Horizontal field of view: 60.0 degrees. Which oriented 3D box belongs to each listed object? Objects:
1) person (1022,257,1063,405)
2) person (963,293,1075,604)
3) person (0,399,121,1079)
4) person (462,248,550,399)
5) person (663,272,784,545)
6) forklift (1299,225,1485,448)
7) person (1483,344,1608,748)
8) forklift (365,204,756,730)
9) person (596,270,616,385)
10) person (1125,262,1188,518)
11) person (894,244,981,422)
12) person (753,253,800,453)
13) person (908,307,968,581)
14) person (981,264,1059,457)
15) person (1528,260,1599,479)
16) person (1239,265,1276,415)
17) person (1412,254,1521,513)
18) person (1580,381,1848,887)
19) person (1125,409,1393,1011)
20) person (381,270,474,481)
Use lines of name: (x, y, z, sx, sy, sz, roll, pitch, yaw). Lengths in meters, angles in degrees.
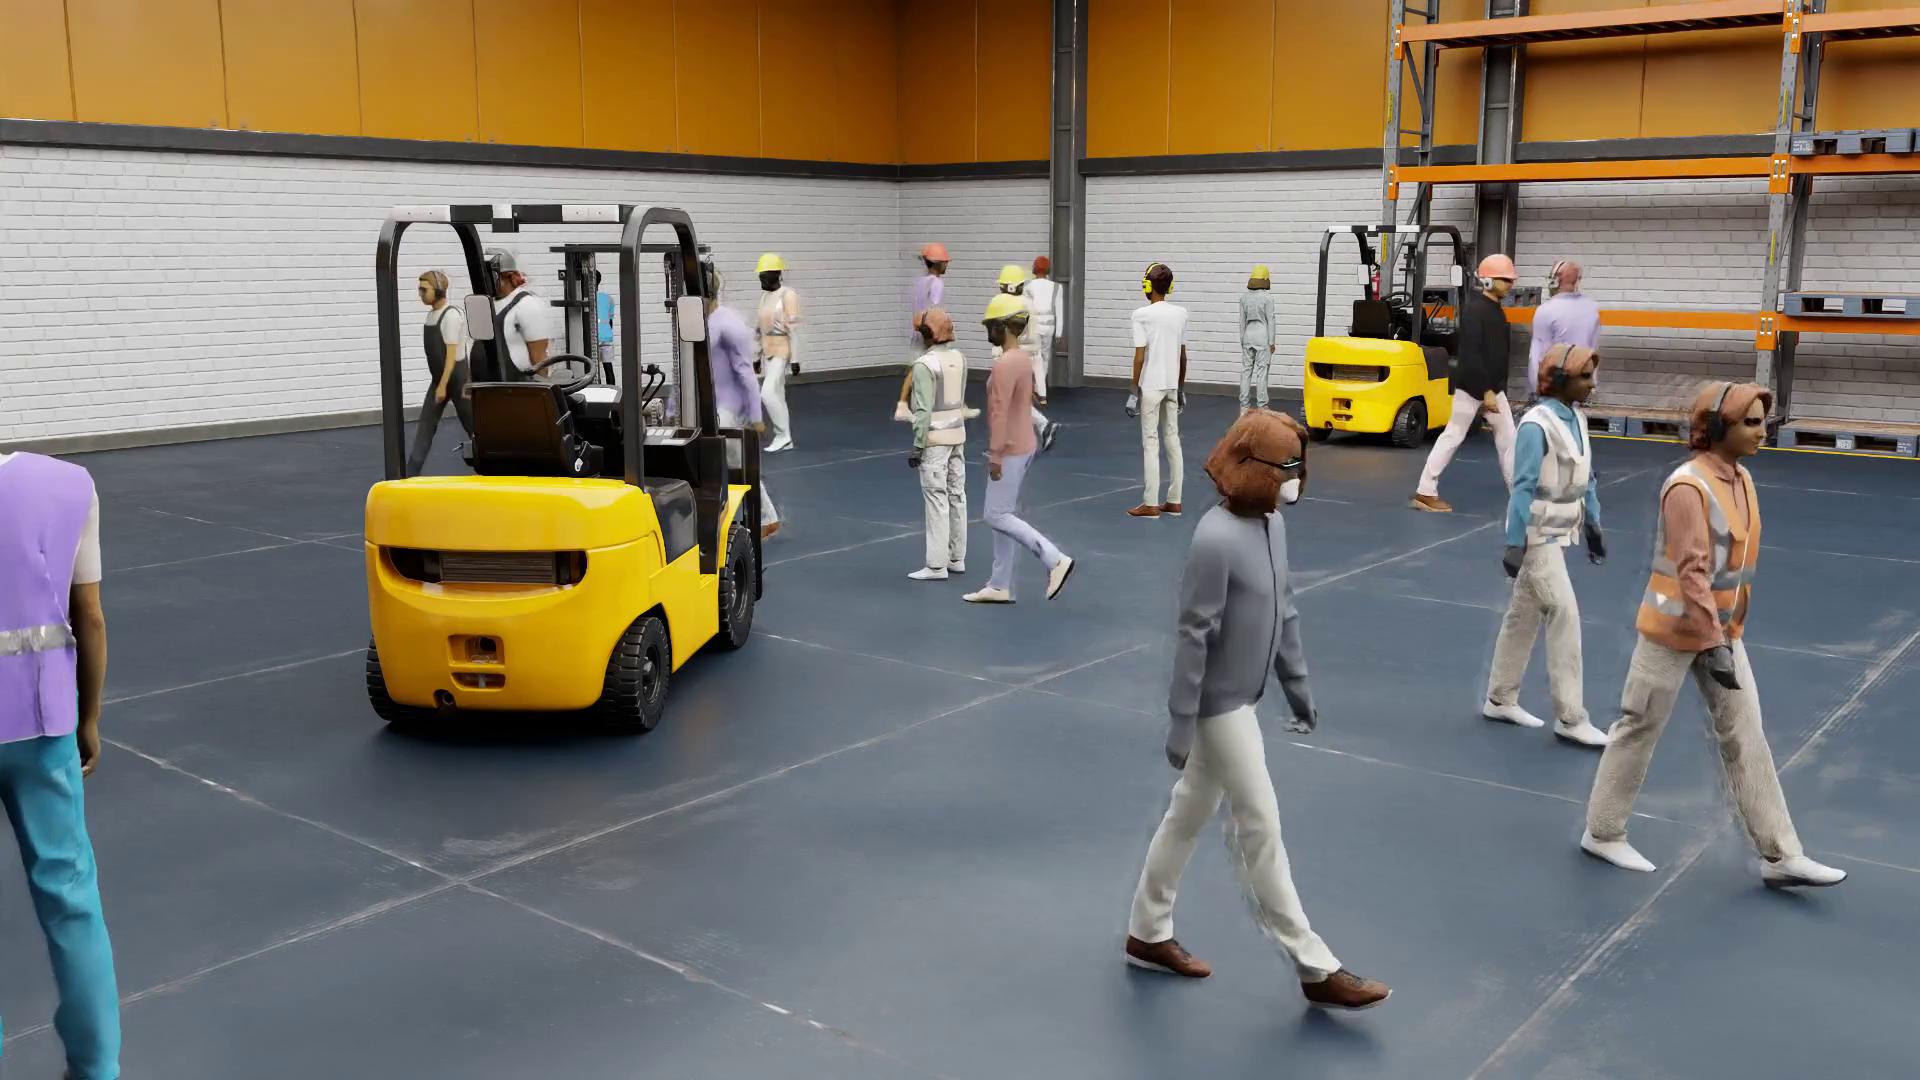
person: (0.990, -2.626, 20.889, 0.577, 1.824, 1.033, -2, 10, -12)
person: (0.329, -0.490, 9.224, 0.562, 1.737, 0.536, 2, 10, 13)
person: (-2.174, 0.459, 3.720, 0.383, 1.841, 0.565, 10, 14, 43)
person: (-3.445, -1.259, 12.672, 1.003, 2.000, 0.678, -8, 13, -39)
person: (-1.546, -0.838, 10.816, 1.036, 1.885, 0.654, -8, 13, -37)
forklift: (4.449, -2.115, 16.993, 1.214, 2.155, 2.313, 8, 13, 38)
person: (2.476, 0.020, 6.758, 0.717, 1.610, 0.538, 8, 13, 38)
forklift: (-1.766, -0.406, 7.525, 1.214, 2.155, 2.313, 1, 10, 7)
person: (-4.344, -2.392, 19.900, 0.322, 1.698, 0.533, 7, 13, 35)
person: (1.440, -1.092, 12.221, 0.517, 1.873, 0.334, -6, 12, -30)
person: (-0.294, -2.316, 18.687, 1.042, 1.989, 0.628, -4, 11, -22)
person: (-1.797, -1.772, 15.875, 0.513, 1.906, 0.614, -7, 12, -34)
person: (-0.129, -0.571, 9.979, 0.311, 1.639, 0.513, 6, 12, 30)
person: (0.557, -1.661, 15.524, 0.649, 1.815, 0.607, 2, 10, 12)
person: (4.648, -1.203, 12.809, 0.650, 1.884, 0.787, -6, 12, -29)
person: (3.462, -2.308, 19.315, 0.485, 1.744, 0.295, 10, 14, 43)
person: (3.855, -1.122, 12.228, 1.073, 1.939, 0.610, 10, 14, 43)
person: (2.358, 0.315, 5.173, 0.526, 1.603, 0.822, -9, 13, -40)
person: (0.795, 0.452, 4.421, 0.802, 1.587, 0.523, 5, 11, 26)
person: (-4.182, -1.265, 13.417, 0.517, 1.792, 0.982, 10, 14, 43)
